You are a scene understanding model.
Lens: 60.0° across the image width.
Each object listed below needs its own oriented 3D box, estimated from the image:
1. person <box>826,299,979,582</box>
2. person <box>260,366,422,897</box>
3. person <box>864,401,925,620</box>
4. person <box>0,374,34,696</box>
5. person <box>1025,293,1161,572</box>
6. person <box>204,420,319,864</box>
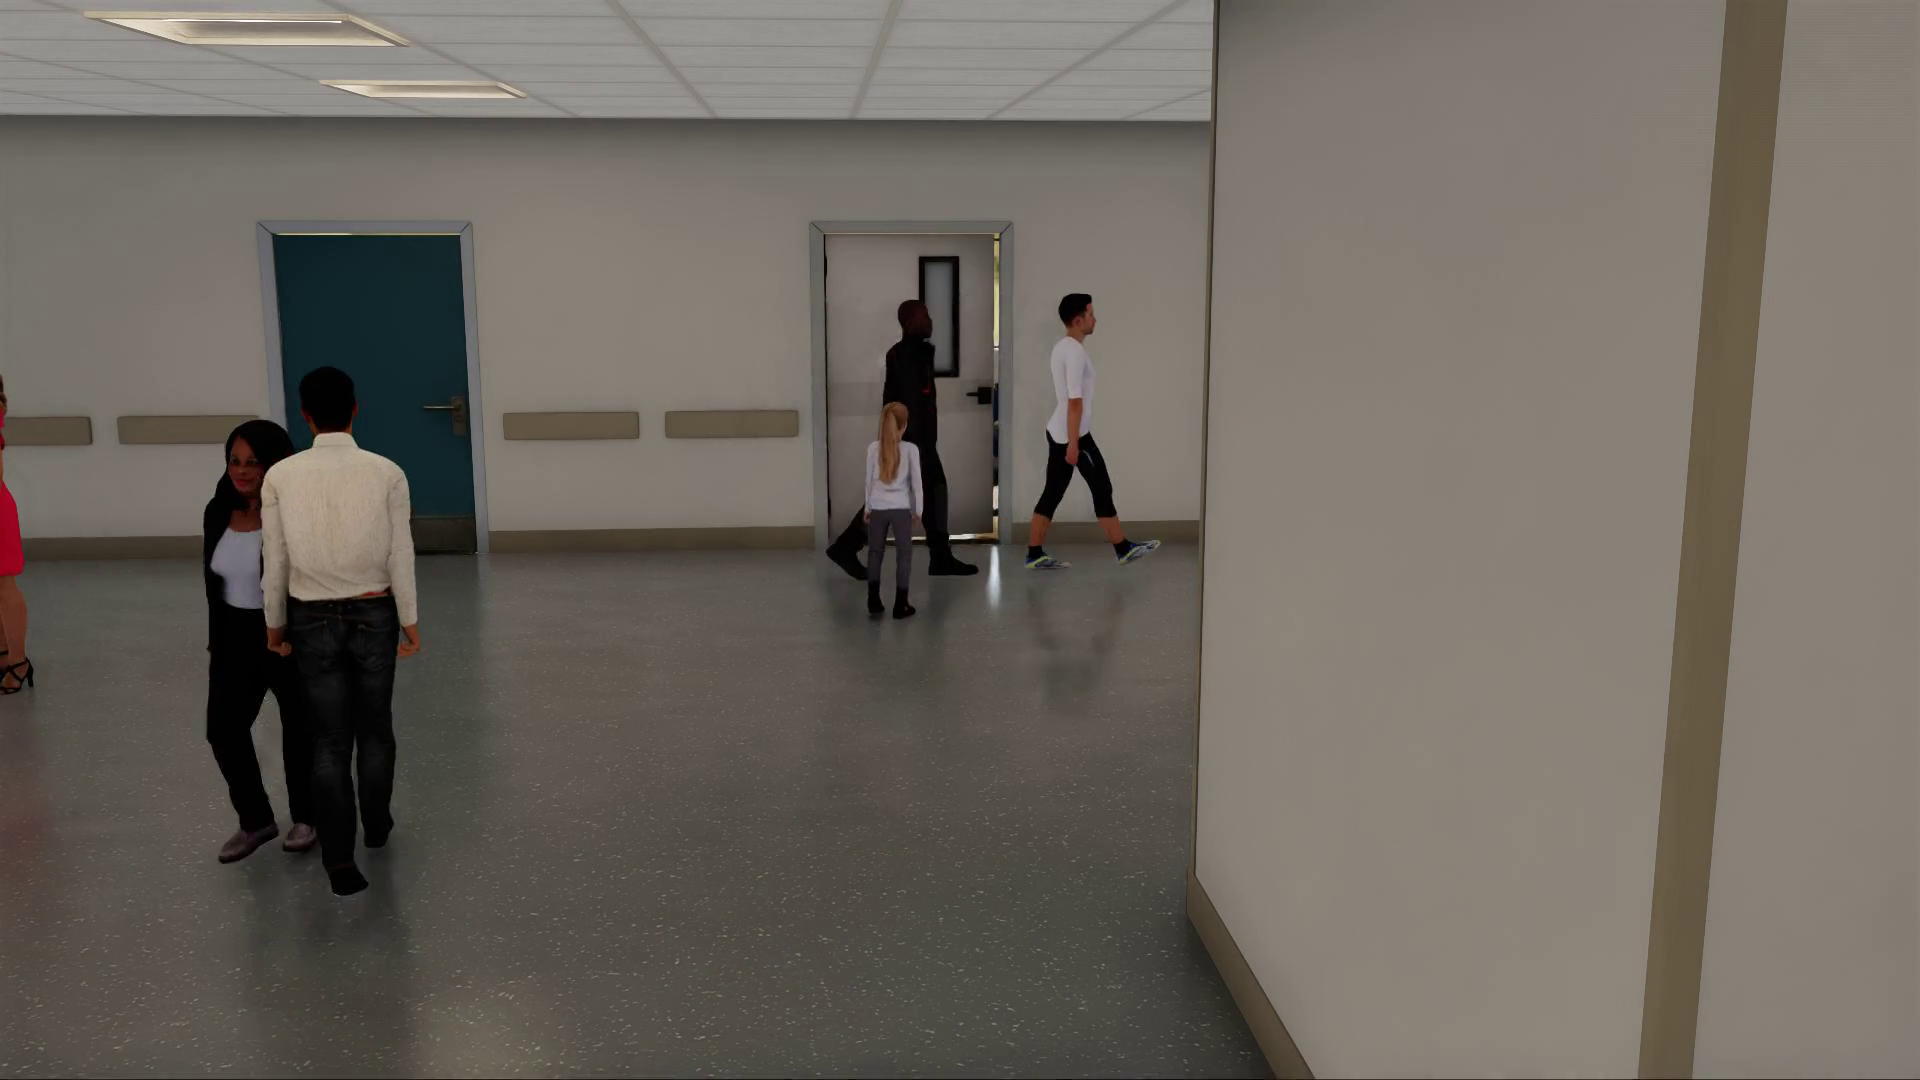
[{"bbox_3d":[-0.439,-0.621,10.667,1.249,1.802,0.814,1,11,5],"label":"person"},{"bbox_3d":[-2.114,0.339,5.691,1.165,1.771,0.878,-3,11,-15],"label":"person"},{"bbox_3d":[-0.418,-0.174,9.720,0.515,1.276,0.622,2,11,11],"label":"person"},{"bbox_3d":[-4.787,-0.113,8.190,0.663,1.729,0.713,10,15,43],"label":"person"},{"bbox_3d":[0.637,-0.661,10.848,1.164,1.813,0.789,-2,11,-11],"label":"person"},{"bbox_3d":[-2.464,0.355,6.070,0.620,1.599,0.764,0,11,2],"label":"person"}]
